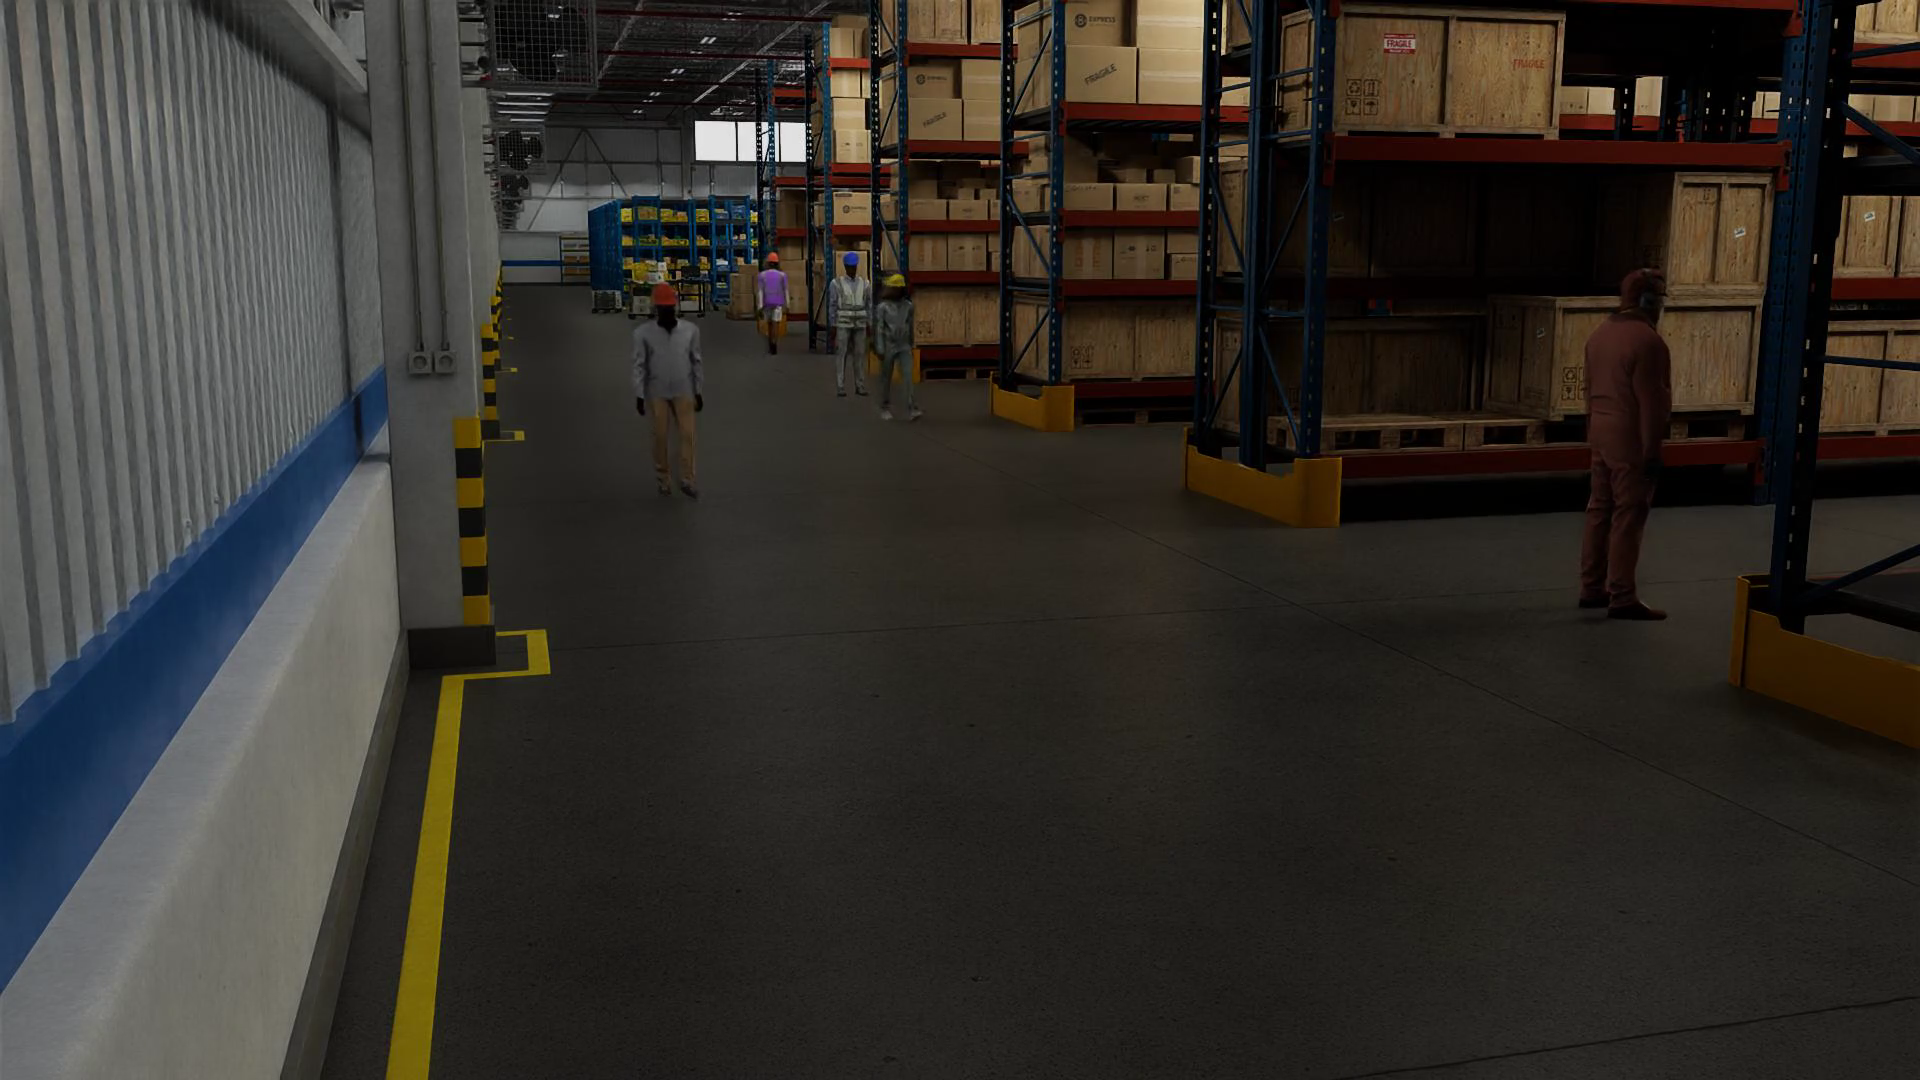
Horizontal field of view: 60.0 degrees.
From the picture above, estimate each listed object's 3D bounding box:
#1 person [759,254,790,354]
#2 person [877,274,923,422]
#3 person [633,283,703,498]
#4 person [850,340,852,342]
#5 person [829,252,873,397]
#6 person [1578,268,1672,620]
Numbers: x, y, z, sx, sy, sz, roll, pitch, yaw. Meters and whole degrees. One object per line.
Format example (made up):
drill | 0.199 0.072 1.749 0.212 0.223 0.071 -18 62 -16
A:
person | -3.517 -4.472 31.534 0.561 1.879 1.017 0 10 0
person | -0.717 -2.204 19.185 0.503 1.690 0.920 -5 11 -25
person | -2.314 -1.182 13.324 0.587 1.724 0.717 -3 11 -19
person | -2.346 -5.100 35.194 0.429 1.841 0.633 2 10 12
person | -1.472 -2.916 22.523 0.617 1.946 0.393 -5 11 -24
person | 3.673 -0.524 9.102 0.403 1.904 0.652 -2 10 -9
